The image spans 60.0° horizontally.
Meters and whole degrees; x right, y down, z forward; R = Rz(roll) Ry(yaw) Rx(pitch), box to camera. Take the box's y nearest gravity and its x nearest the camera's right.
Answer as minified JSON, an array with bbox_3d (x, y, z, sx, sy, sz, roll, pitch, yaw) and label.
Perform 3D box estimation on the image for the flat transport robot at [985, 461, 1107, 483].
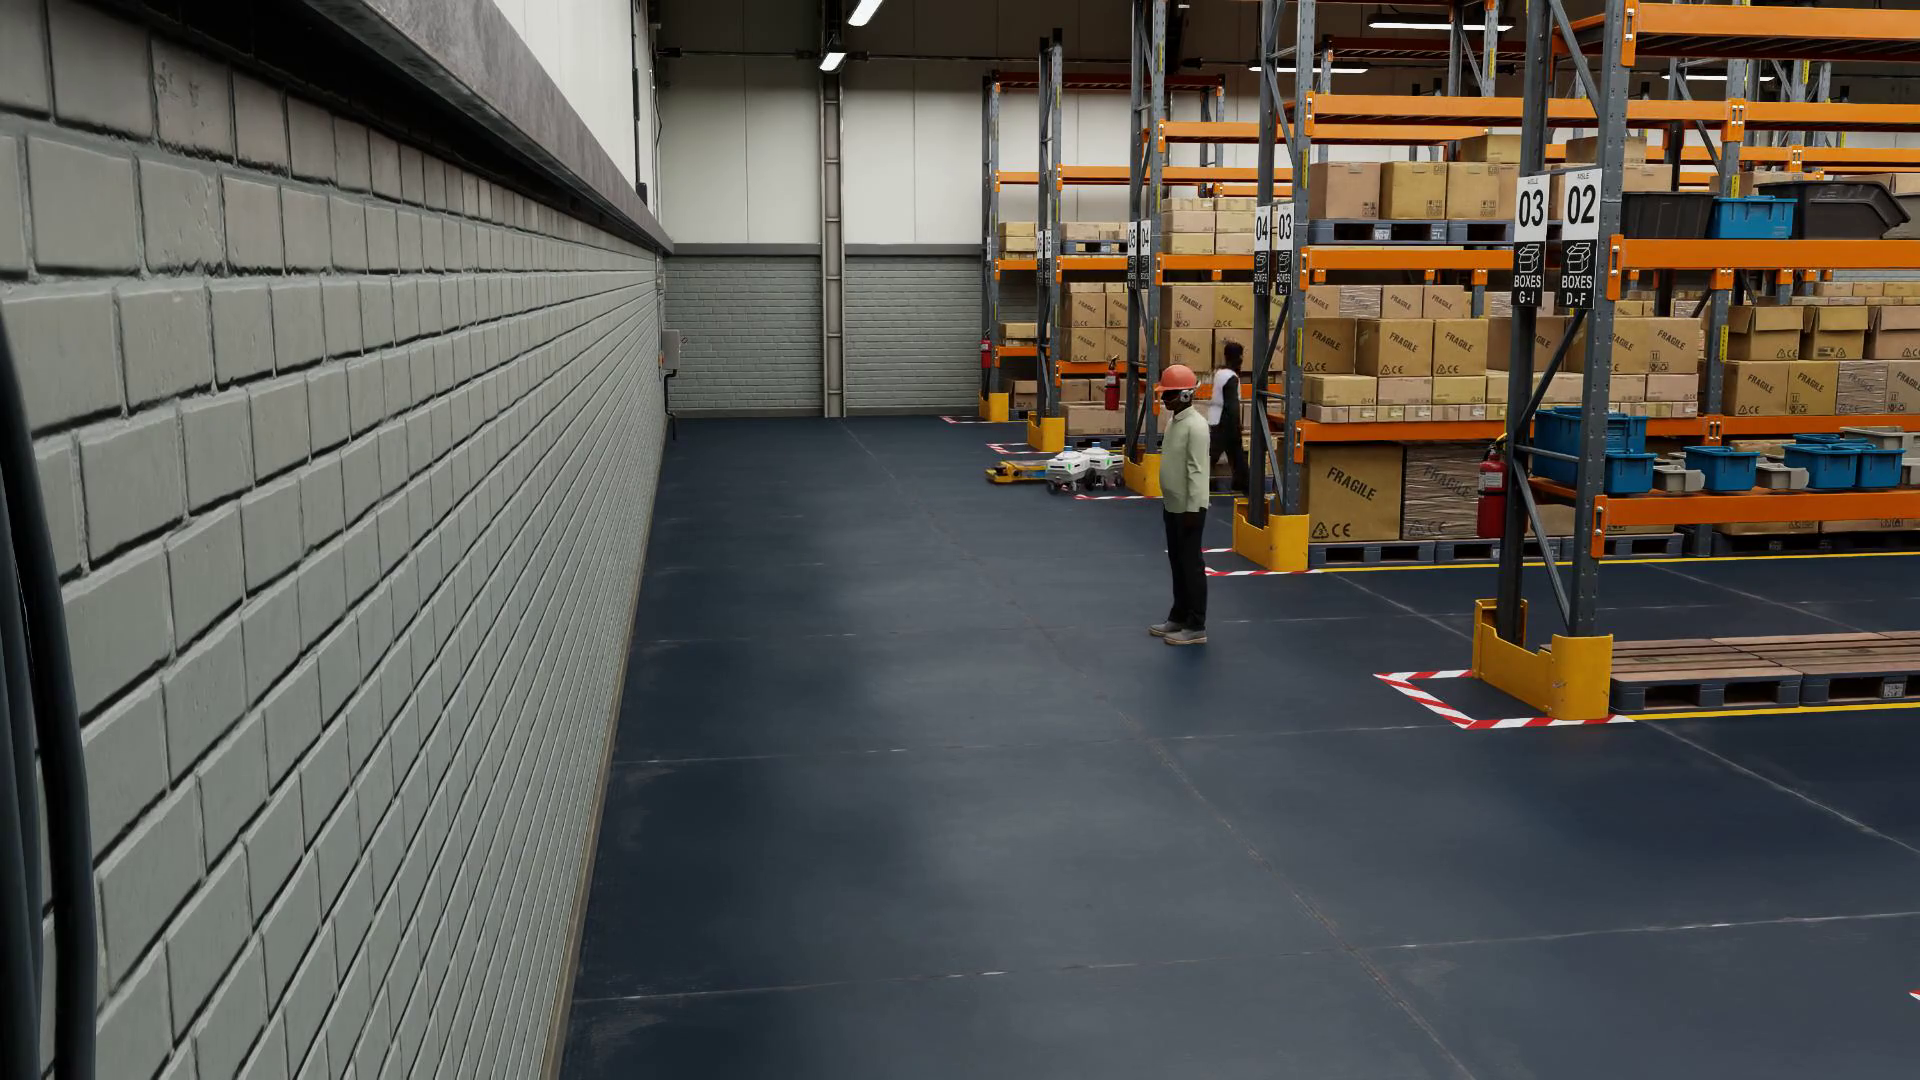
[{"bbox_3d":[1.078,-0.876,20.993,1.431,0.197,0.652,-2,9,-11],"label":"flat transport robot"}]

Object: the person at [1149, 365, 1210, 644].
[{"bbox_3d":[1.573,-0.255,11.884,0.401,1.988,0.613,-2,9,-14],"label":"person"}]

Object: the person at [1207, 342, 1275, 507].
[{"bbox_3d":[3.018,-1.280,18.619,1.055,1.849,0.618,0,9,-1],"label":"person"}]

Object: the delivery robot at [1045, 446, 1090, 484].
[{"bbox_3d":[1.285,-0.879,19.849,0.477,0.478,0.707,4,10,24],"label":"delivery robot"}]

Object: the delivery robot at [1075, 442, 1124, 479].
[{"bbox_3d":[1.658,-0.953,20.310,0.477,0.478,0.707,-9,13,-43],"label":"delivery robot"}]
